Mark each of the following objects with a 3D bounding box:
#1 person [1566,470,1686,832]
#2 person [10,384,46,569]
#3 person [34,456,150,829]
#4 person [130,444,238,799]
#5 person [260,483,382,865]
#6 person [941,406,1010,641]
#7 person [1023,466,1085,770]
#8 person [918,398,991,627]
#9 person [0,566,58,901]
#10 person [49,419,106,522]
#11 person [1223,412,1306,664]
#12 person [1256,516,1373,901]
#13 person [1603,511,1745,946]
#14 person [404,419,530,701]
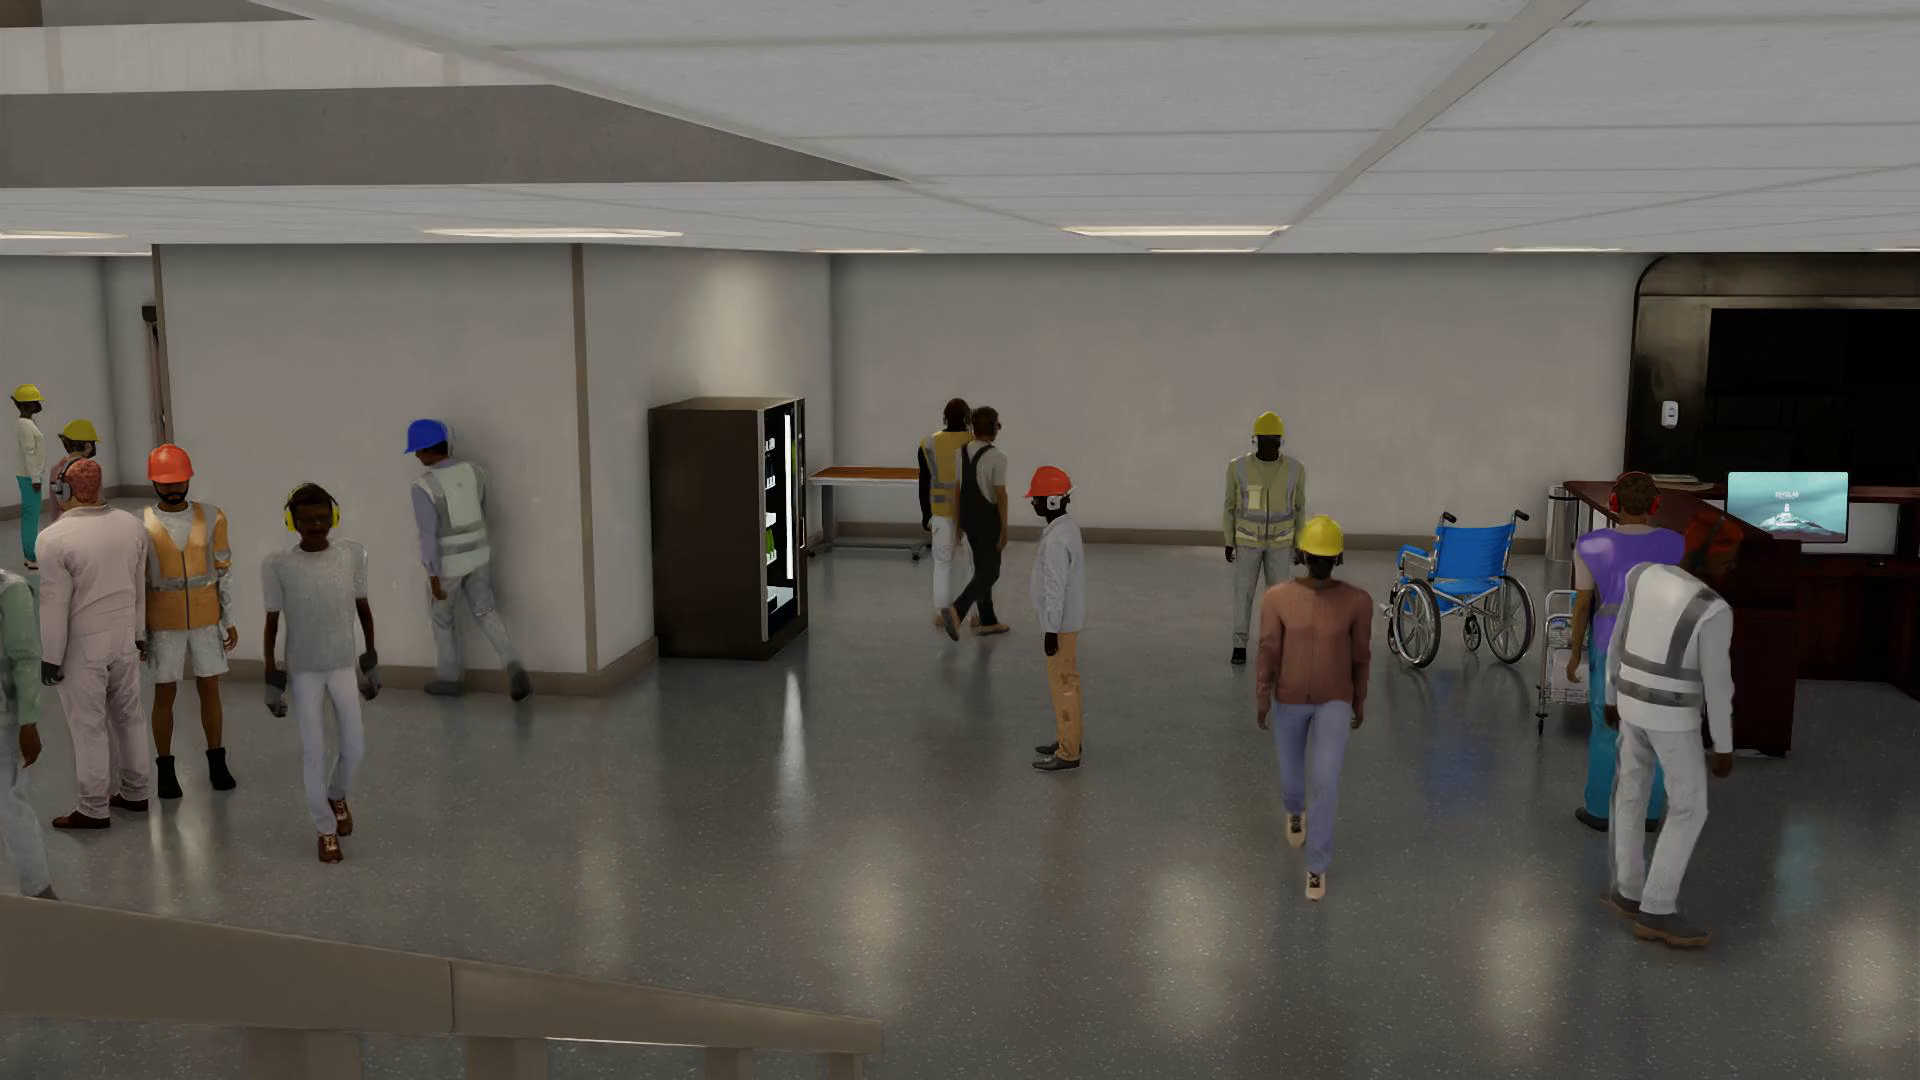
[{"bbox_3d":[3.372,0.572,8.414,0.564,1.847,0.396,1,9,9],"label":"person"},{"bbox_3d":[-8.871,-0.606,15.922,0.315,1.769,0.523,-6,11,-32],"label":"person"},{"bbox_3d":[-4.465,0.522,8.538,0.408,1.908,0.641,3,10,16],"label":"person"},{"bbox_3d":[-4.204,0.438,9.005,0.546,1.930,0.390,-7,12,-37],"label":"person"},{"bbox_3d":[-3.077,0.631,8.028,0.557,1.848,0.442,-5,11,-30],"label":"person"},{"bbox_3d":[0.124,-0.114,12.733,0.512,1.826,0.766,9,13,43],"label":"person"},{"bbox_3d":[0.535,0.441,9.546,0.361,1.742,0.563,1,9,7],"label":"person"},{"bbox_3d":[-0.016,-0.212,13.289,0.622,1.838,0.429,2,9,9],"label":"person"},{"bbox_3d":[-4.211,0.743,7.083,0.626,1.946,0.419,2,9,10],"label":"person"},{"bbox_3d":[-6.419,-0.001,12.200,0.529,1.765,0.327,5,10,26],"label":"person"},{"bbox_3d":[2.199,-0.009,12.025,0.590,1.837,0.403,1,9,4],"label":"person"},{"bbox_3d":[1.667,0.722,7.852,0.519,1.737,0.870,2,9,13],"label":"person"},{"bbox_3d":[3.016,0.778,7.138,0.351,1.857,0.670,-4,10,-25],"label":"person"},{"bbox_3d":[-3.234,0.148,10.879,0.871,1.895,0.666,7,11,36],"label":"person"}]
